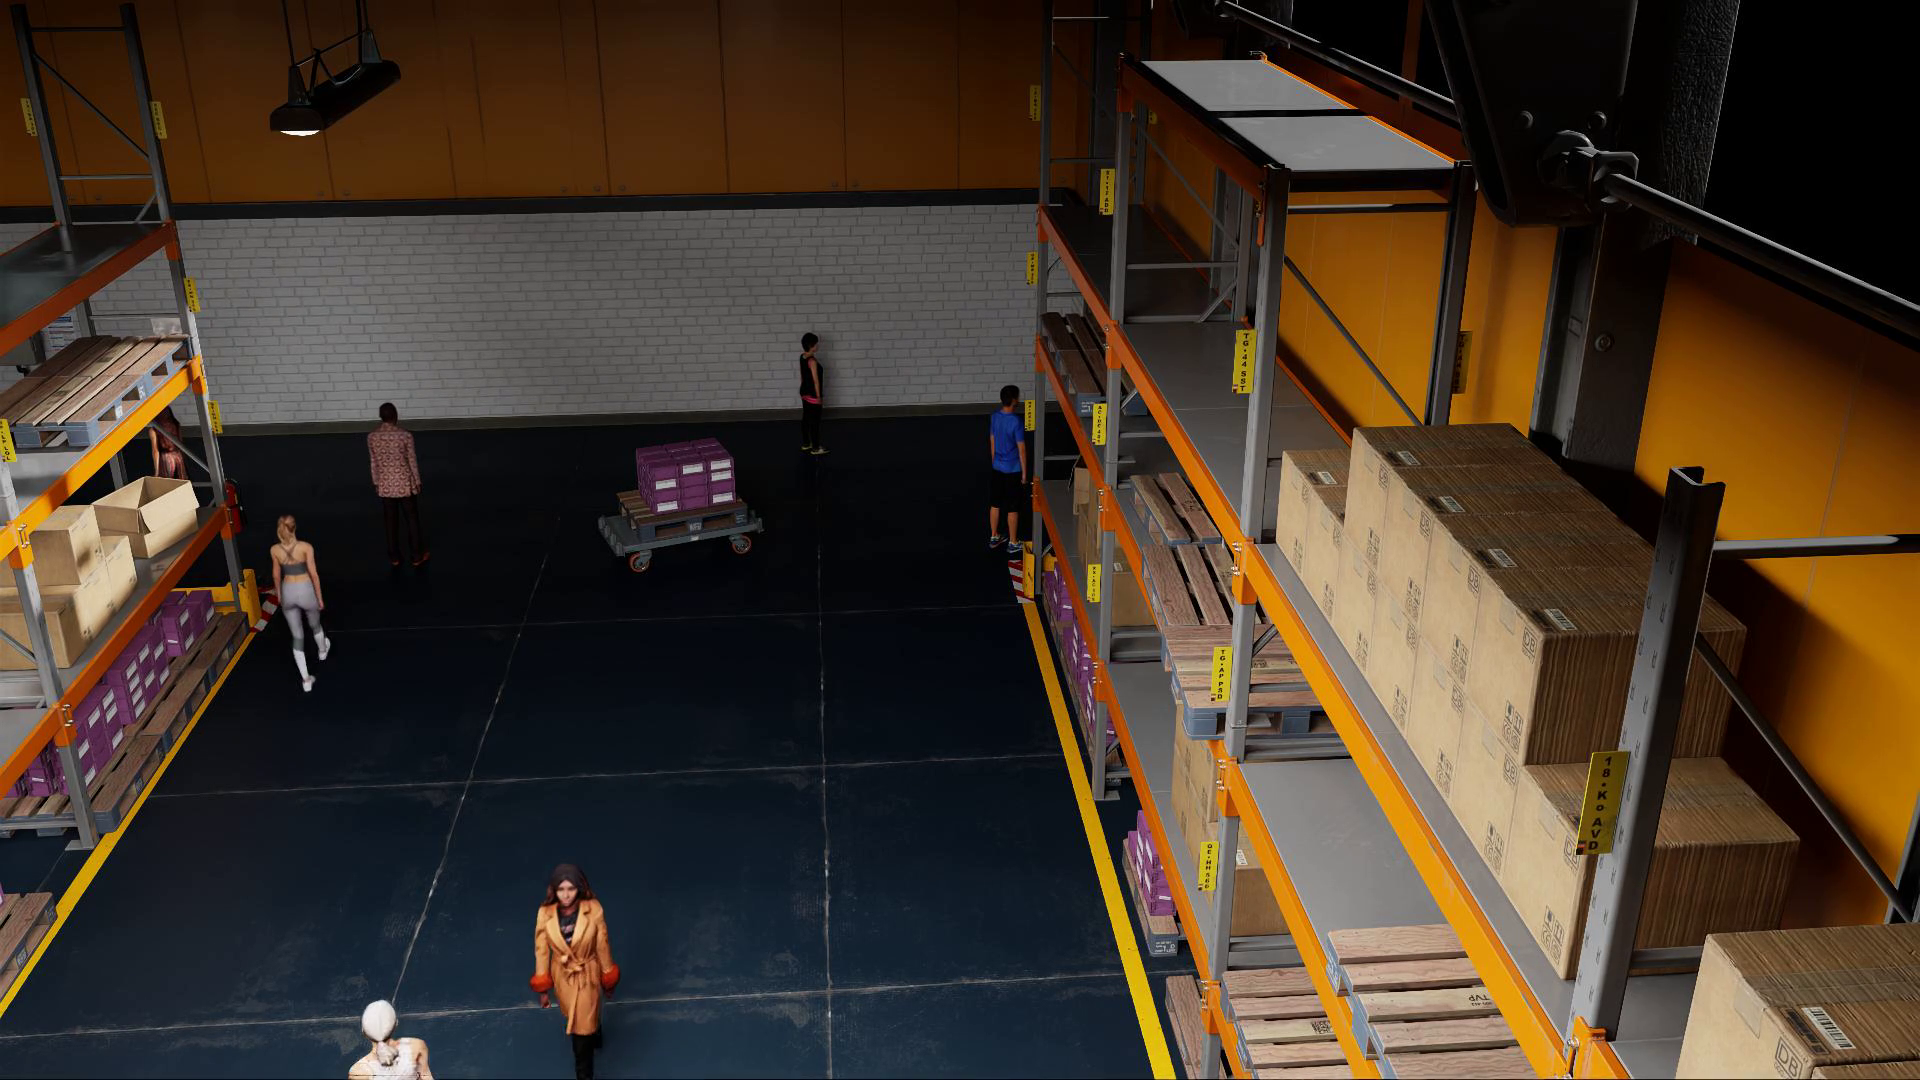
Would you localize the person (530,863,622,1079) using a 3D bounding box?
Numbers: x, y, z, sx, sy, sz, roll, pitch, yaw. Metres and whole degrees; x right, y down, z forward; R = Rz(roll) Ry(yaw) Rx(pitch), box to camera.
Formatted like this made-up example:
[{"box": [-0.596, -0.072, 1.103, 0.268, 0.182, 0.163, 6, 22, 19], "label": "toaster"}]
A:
[{"box": [-2.392, 2.740, 10.395, 0.751, 1.680, 1.183, 0, 24, 0], "label": "person"}]

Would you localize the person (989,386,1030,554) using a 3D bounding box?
[{"box": [0.513, -0.787, 18.232, 0.694, 1.866, 0.756, 19, 30, 36], "label": "person"}]

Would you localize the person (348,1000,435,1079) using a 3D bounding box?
[{"box": [-3.011, 3.321, 9.082, 0.997, 1.667, 1.226, -17, 29, -33], "label": "person"}]

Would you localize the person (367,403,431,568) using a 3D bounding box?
[{"box": [-6.041, -0.585, 17.857, 0.699, 1.796, 0.635, 1, 24, 3], "label": "person"}]

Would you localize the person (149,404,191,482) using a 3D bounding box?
[{"box": [-8.907, -0.869, 18.795, 0.699, 1.563, 0.626, 15, 28, 31], "label": "person"}]

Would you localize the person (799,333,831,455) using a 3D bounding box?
[{"box": [-1.894, -1.868, 21.098, 0.681, 1.551, 0.577, -14, 27, -29], "label": "person"}]

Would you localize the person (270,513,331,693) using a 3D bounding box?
[{"box": [-6.104, 0.600, 15.322, 0.648, 1.655, 1.097, -4, 24, -10], "label": "person"}]
